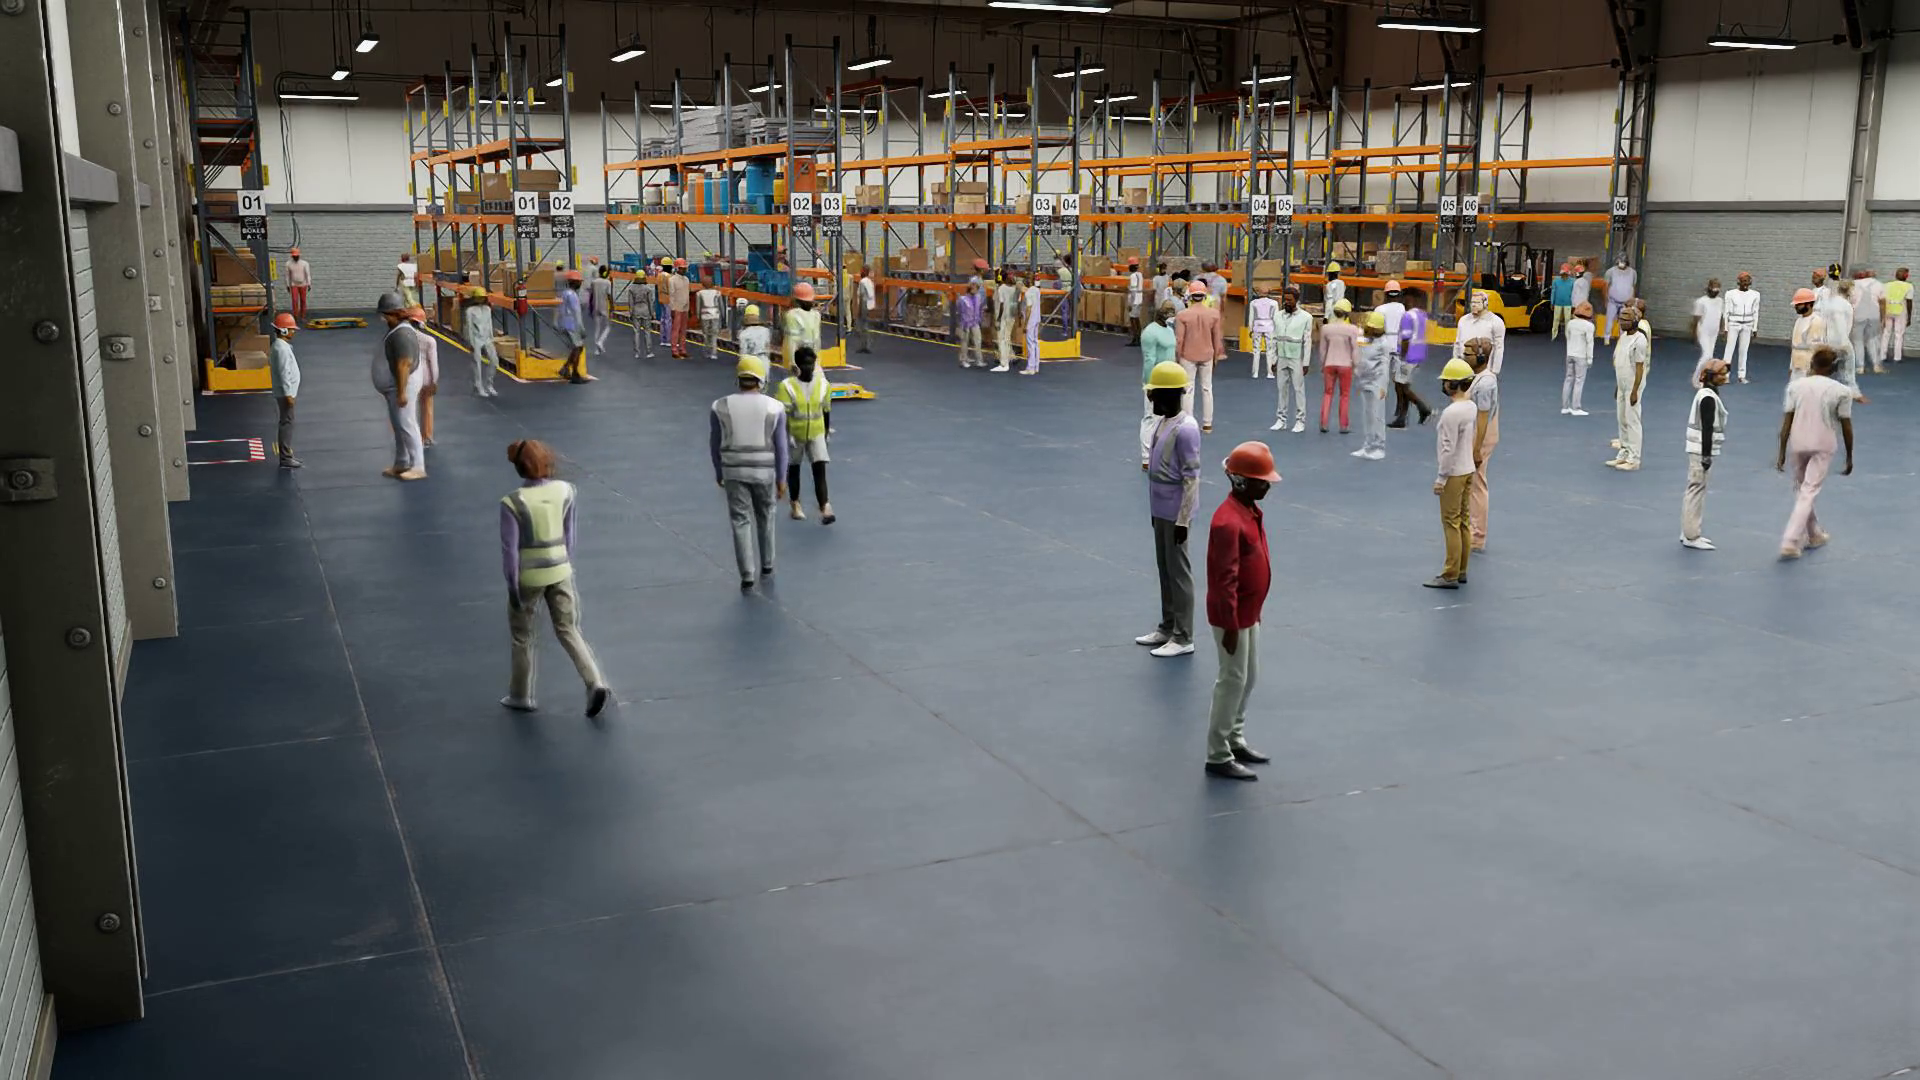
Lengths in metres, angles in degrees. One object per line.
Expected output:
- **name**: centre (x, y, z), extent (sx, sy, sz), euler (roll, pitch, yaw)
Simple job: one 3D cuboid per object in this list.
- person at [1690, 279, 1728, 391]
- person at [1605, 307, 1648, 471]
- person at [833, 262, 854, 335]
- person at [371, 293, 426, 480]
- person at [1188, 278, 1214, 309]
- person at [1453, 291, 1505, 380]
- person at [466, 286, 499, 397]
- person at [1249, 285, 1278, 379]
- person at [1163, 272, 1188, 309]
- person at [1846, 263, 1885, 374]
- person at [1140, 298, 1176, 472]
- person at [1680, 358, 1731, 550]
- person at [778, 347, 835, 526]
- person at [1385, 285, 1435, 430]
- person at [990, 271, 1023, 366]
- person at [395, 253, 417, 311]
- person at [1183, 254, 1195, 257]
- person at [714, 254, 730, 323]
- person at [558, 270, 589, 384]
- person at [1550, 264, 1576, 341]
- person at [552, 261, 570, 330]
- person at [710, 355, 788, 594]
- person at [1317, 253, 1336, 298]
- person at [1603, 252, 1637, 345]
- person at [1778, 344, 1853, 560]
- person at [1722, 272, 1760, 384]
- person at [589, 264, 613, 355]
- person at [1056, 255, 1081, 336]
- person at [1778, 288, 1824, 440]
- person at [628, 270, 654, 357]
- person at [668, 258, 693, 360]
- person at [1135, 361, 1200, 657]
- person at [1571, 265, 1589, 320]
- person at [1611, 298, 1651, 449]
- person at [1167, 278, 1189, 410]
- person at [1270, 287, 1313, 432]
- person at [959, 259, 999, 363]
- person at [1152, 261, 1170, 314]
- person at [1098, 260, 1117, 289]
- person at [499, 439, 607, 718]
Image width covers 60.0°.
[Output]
- **person**: centre (12.117, -3.304, 26.886), extent (0.498, 1.825, 0.451), euler (-5, 12, -22)
- **person**: centre (7.506, -1.696, 18.678), extent (0.342, 1.838, 0.503), euler (-1, 11, -3)
- **person**: centre (-2.784, -5.744, 39.463), extent (0.559, 1.747, 0.331), euler (-9, 14, -39)
- **person**: centre (-6.117, -1.682, 18.078), extent (0.535, 2.000, 0.692), euler (-4, 12, -18)
- **person**: centre (4.386, -3.923, 30.347), extent (0.535, 1.697, 0.318), euler (-4, 12, -21)
- **person**: centre (6.444, -2.150, 20.798), extent (0.408, 1.906, 0.652), euler (-10, 15, -42)
- **person**: centre (-7.484, -3.110, 26.106), extent (0.454, 1.728, 0.504), euler (8, 14, 34)
- **person**: centre (5.279, -3.618, 28.952), extent (0.515, 1.636, 0.315), euler (3, 12, 16)
- **person**: centre (4.323, -4.515, 33.356), extent (0.532, 1.697, 0.319), euler (-2, 11, -8)
- **person**: centre (16.199, -4.015, 29.937), extent (0.757, 2.000, 0.546), euler (2, 11, 8)
- **person**: centre (2.224, -1.720, 18.547), extent (0.370, 1.934, 0.627), euler (6, 13, 29)
- **person**: centre (6.423, -0.746, 14.353), extent (0.315, 1.636, 0.515), euler (4, 12, 21)
- **person**: centre (-1.416, -0.956, 15.370), extent (0.533, 1.640, 0.880), euler (-4, 12, -19)
- **person**: centre (6.021, -2.408, 22.057), extent (0.613, 1.929, 0.648), euler (8, 14, 36)
- **person**: centre (0.931, -4.194, 31.512), extent (0.613, 1.776, 0.975), euler (-7, 13, -32)
- **person**: centre (-15.011, -6.909, 45.281), extent (0.977, 1.798, 0.561), euler (6, 13, 28)
- **person**: centre (7.344, -8.548, 53.439), extent (0.513, 1.860, 0.315), euler (-8, 14, -35)
- **person**: centre (-5.898, -6.072, 40.793), extent (0.575, 1.883, 0.362), euler (3, 12, 17)
- **person**: centre (-6.508, -3.588, 28.041), extent (0.429, 1.923, 0.558), euler (-5, 12, -23)
- **person**: centre (13.605, -5.356, 37.516), extent (0.562, 1.742, 0.359), euler (6, 12, 26)
- **person**: centre (-9.756, -5.947, 40.604), extent (0.535, 1.721, 0.934), euler (-7, 13, -33)
- **person**: centre (-1.625, -0.530, 12.864), extent (0.590, 1.787, 0.873), euler (-1, 11, -7)
- **person**: centre (10.281, -7.154, 46.478), extent (0.504, 1.814, 0.598), euler (10, 15, 43)
- **person**: centre (14.411, -5.263, 36.278), extent (0.682, 2.000, 0.536), euler (1, 11, 7)
- **person**: centre (7.180, -0.738, 13.948), extent (0.990, 1.792, 0.523), euler (-10, 15, -41)
- **person**: centre (13.182, -3.576, 28.110), extent (0.574, 1.883, 0.356), euler (1, 11, 6)
- **person**: centre (-7.305, -4.682, 33.870), extent (0.629, 1.839, 0.401), euler (3, 12, 15)
- **person**: centre (2.551, -5.737, 39.168), extent (0.629, 1.885, 0.518), euler (-4, 12, -18)
- **person**: centre (10.717, -2.234, 21.187), extent (0.383, 1.926, 0.550), euler (0, 11, 1)
- **person**: centre (-6.375, -4.528, 33.301), extent (0.494, 1.743, 0.302), euler (0, 11, -1)
- **person**: centre (-5.502, -4.559, 32.815), extent (0.396, 1.992, 0.623), euler (5, 12, 25)
- **person**: centre (1.358, -0.201, 10.840), extent (0.378, 1.925, 0.594), euler (-2, 11, -10)
- **person**: centre (13.493, -5.125, 36.316), extent (0.566, 1.748, 0.338), euler (-11, 16, -44)
- **person**: centre (8.214, -2.033, 20.371), extent (0.429, 1.845, 0.622), euler (5, 12, 22)
- **person**: centre (3.164, -2.879, 24.460), extent (0.368, 1.932, 0.622), euler (-1, 11, -7)
- **person**: centre (4.388, -2.383, 22.000), extent (0.587, 1.907, 0.396), euler (10, 15, 43)
- **person**: centre (0.455, -4.385, 31.928), extent (1.046, 1.990, 0.637), euler (3, 11, 14)
- **person**: centre (4.373, -5.161, 36.286), extent (0.575, 1.831, 0.666), euler (-11, 15, -43)
- **person**: centre (4.111, -7.010, 46.337), extent (0.489, 1.576, 0.931), euler (-5, 12, -22)
- **person**: centre (-2.361, 0.222, 9.471), extent (0.742, 1.613, 0.513), euler (10, 15, 42)
